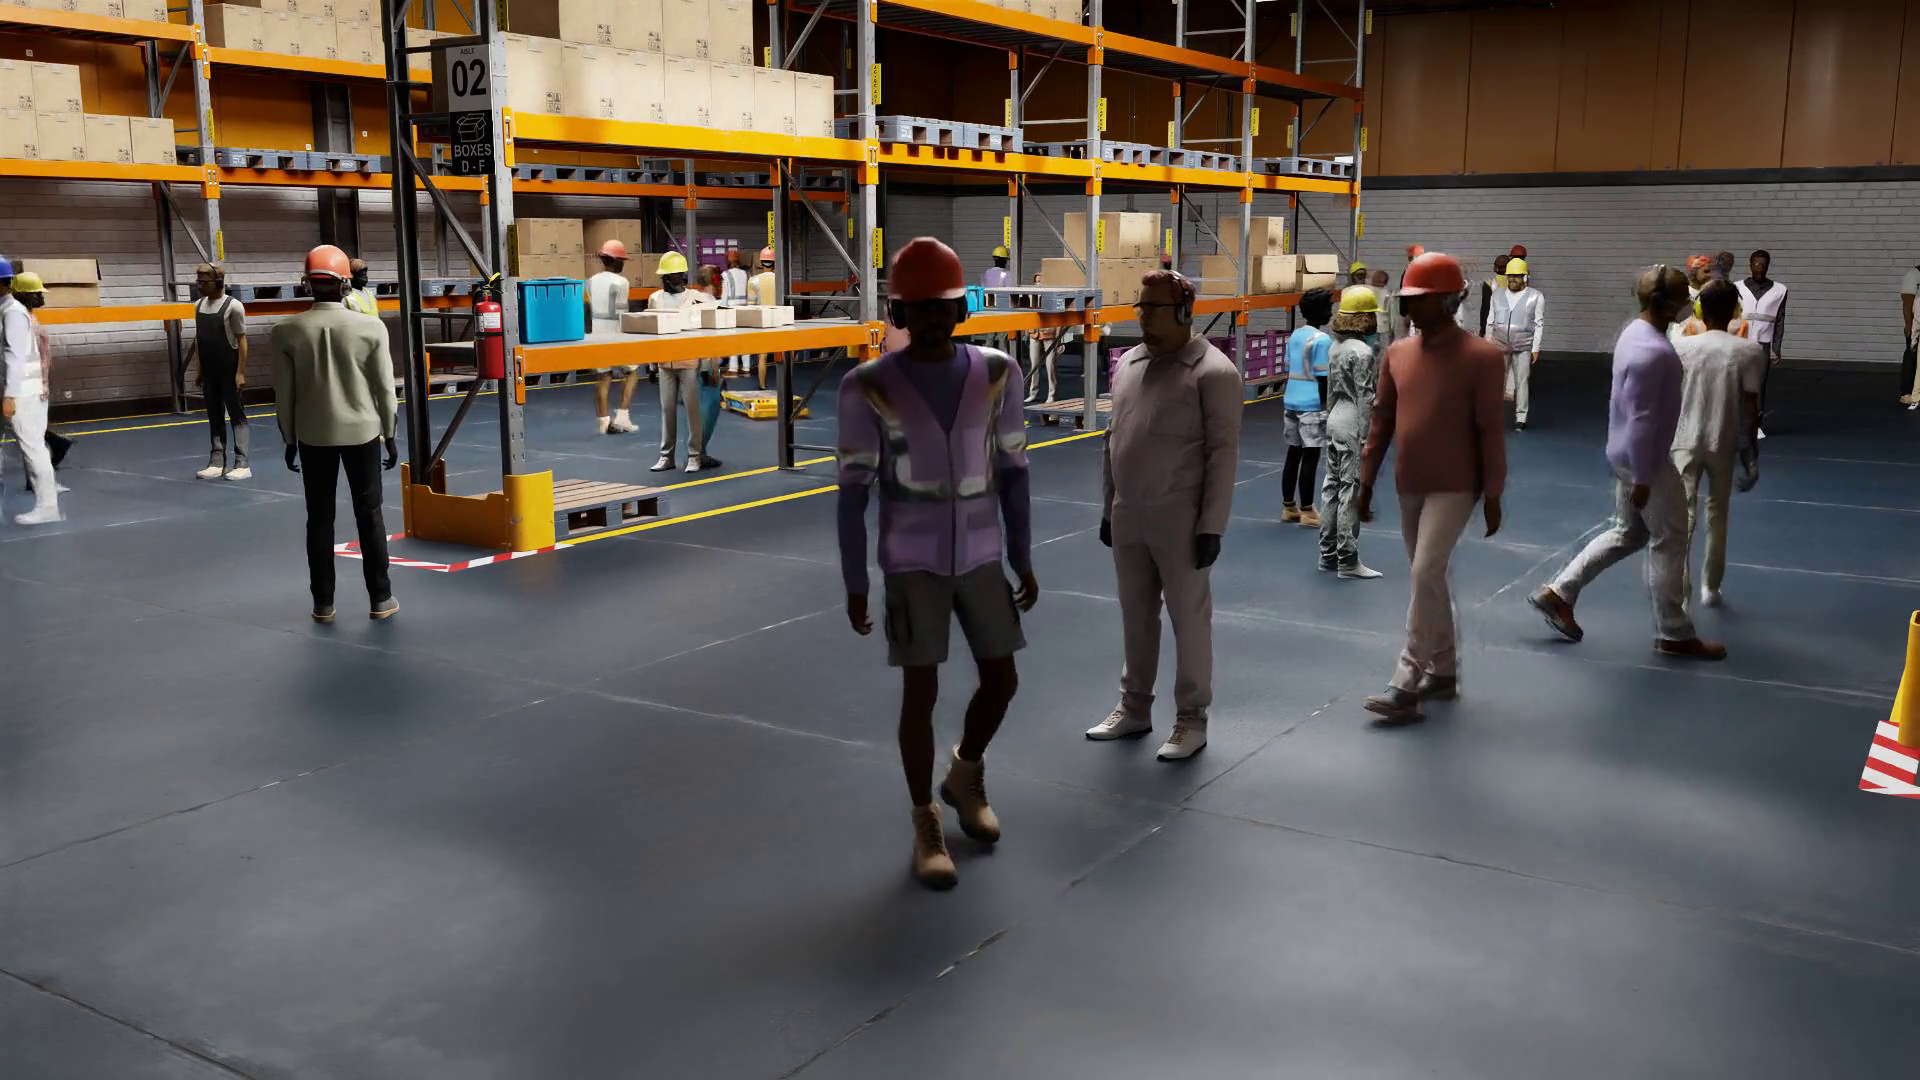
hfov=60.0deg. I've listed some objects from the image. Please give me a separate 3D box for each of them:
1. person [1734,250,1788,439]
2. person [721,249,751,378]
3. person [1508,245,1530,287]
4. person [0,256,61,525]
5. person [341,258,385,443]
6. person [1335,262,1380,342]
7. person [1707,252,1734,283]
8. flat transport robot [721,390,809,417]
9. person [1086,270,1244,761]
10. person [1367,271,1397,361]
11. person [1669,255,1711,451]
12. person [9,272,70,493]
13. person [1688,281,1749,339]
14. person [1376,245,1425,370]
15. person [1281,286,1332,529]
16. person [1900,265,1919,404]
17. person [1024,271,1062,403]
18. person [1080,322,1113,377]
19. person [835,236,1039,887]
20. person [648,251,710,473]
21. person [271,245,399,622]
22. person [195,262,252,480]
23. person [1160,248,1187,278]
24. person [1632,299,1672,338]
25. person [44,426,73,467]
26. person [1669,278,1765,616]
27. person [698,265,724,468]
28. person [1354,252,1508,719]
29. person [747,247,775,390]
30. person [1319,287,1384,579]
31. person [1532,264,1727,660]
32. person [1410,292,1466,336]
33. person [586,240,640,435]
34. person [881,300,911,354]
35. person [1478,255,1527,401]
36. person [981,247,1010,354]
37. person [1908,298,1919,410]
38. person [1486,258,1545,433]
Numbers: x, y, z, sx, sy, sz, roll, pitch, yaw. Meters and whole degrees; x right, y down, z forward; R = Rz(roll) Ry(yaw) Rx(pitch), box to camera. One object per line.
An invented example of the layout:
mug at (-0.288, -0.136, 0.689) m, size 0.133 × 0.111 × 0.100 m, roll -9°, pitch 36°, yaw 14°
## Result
person at (8.108, -1.998, 17.031) m, size 0.593 × 1.922 × 0.391 m, roll 3°, pitch 11°, yaw 17°
person at (-3.316, -3.334, 24.535) m, size 0.337 × 1.883 × 0.584 m, roll 8°, pitch 13°, yaw 38°
person at (9.042, -3.818, 27.070) m, size 0.357 × 1.936 × 0.551 m, roll 7°, pitch 12°, yaw 33°
person at (-6.836, -1.040, 11.718) m, size 0.780 × 1.920 × 0.641 m, roll -10°, pitch 14°, yaw -43°
person at (-5.916, -1.845, 16.406) m, size 0.429 × 1.842 × 0.634 m, roll 2°, pitch 10°, yaw 11°
person at (5.173, -2.773, 21.838) m, size 0.551 × 1.729 × 0.700 m, roll -4°, pitch 11°, yaw -19°
person at (11.005, -3.245, 24.147) m, size 0.822 × 1.853 × 0.724 m, roll 4°, pitch 11°, yaw 22°
flat transport robot at (-2.306, -1.602, 19.408) m, size 0.652 × 0.197 × 1.431 m, roll -5°, pitch 11°, yaw -24°
person at (0.787, -0.100, 6.558) m, size 0.409 × 1.909 × 0.642 m, roll -9°, pitch 14°, yaw -41°
person at (5.725, -2.871, 22.748) m, size 0.543 × 1.589 × 0.845 m, roll 6°, pitch 12°, yaw 31°
person at (6.988, -1.783, 15.953) m, size 0.587 × 1.881 × 0.348 m, roll -10°, pitch 14°, yaw -44°
person at (-7.421, -1.257, 13.360) m, size 0.308 × 1.769 × 0.525 m, roll -8°, pitch 13°, yaw -36°
person at (6.759, -1.490, 14.940) m, size 0.543 × 1.669 × 0.787 m, roll 8°, pitch 13°, yaw 37°
person at (6.774, -3.485, 25.195) m, size 0.987 × 1.957 × 0.626 m, roll 1°, pitch 10°, yaw 8°
person at (2.462, -0.932, 11.740) m, size 0.321 × 1.699 × 0.537 m, roll -3°, pitch 11°, yaw -15°
person at (12.023, -2.697, 20.575) m, size 0.683 × 2.000 × 0.537 m, roll -2°, pitch 10°, yaw -10°
person at (1.032, -2.508, 20.647) m, size 0.523 × 1.636 × 0.310 m, roll 6°, pitch 12°, yaw 32°
person at (2.030, -3.394, 24.798) m, size 0.618 × 1.921 × 0.981 m, roll 3°, pitch 11°, yaw 19°
person at (-0.058, 0.064, 5.290) m, size 0.668 × 2.031 × 0.503 m, roll -3°, pitch 11°, yaw -17°
person at (-2.458, -1.543, 14.511) m, size 0.587 × 1.922 × 0.383 m, roll 3°, pitch 11°, yaw 17°
person at (-3.294, -0.554, 8.826) m, size 0.611 × 1.995 × 0.375 m, roll -3°, pitch 11°, yaw -15°
person at (-6.258, -1.422, 14.068) m, size 0.504 × 1.840 × 0.345 m, roll 3°, pitch 11°, yaw 19°
person at (3.242, -3.467, 25.231) m, size 0.758 × 1.909 × 0.542 m, roll -10°, pitch 14°, yaw -43°
person at (8.586, -2.476, 20.633) m, size 0.539 × 1.579 × 0.822 m, roll 7°, pitch 12°, yaw 33°
person at (-8.200, -1.495, 14.344) m, size 0.854 × 1.886 × 0.634 m, roll -8°, pitch 13°, yaw -38°
person at (4.025, -0.495, 8.993) m, size 0.547 × 1.827 × 0.887 m, roll 5°, pitch 11°, yaw 24°
person at (-2.288, -1.561, 14.963) m, size 0.455 × 1.809 × 0.651 m, roll -4°, pitch 11°, yaw -23°
person at (1.925, -0.227, 7.101) m, size 0.845 × 1.960 × 0.640 m, roll -7°, pitch 12°, yaw -33°
person at (-2.385, -2.700, 20.878) m, size 0.543 × 1.939 × 0.356 m, roll -2°, pitch 10°, yaw -9°
person at (2.369, -0.642, 10.013) m, size 0.295 × 1.744 × 0.487 m, roll -2°, pitch 11°, yaw -13°
person at (3.310, -0.382, 8.108) m, size 0.859 × 1.914 × 0.644 m, roll 3°, pitch 11°, yaw 16°
person at (4.935, -2.003, 17.310) m, size 0.404 × 1.828 × 0.602 m, roll -10°, pitch 14°, yaw -44°
person at (-3.586, -2.089, 17.275) m, size 0.608 × 2.025 × 0.528 m, roll 7°, pitch 12°, yaw 34°
person at (-0.409, -1.343, 13.486) m, size 0.635 × 1.899 × 0.397 m, roll 9°, pitch 13°, yaw 40°
person at (6.794, -2.657, 20.916) m, size 0.623 × 1.841 × 0.430 m, roll -3°, pitch 11°, yaw -16°
person at (0.585, -3.453, 25.102) m, size 0.585 × 1.920 × 0.382 m, roll 8°, pitch 13°, yaw 37°
person at (11.585, -2.347, 19.763) m, size 0.509 × 1.632 × 0.269 m, roll 7°, pitch 12°, yaw 32°
person at (5.840, -2.052, 17.576) m, size 0.591 × 1.833 × 0.403 m, roll 6°, pitch 12°, yaw 32°
